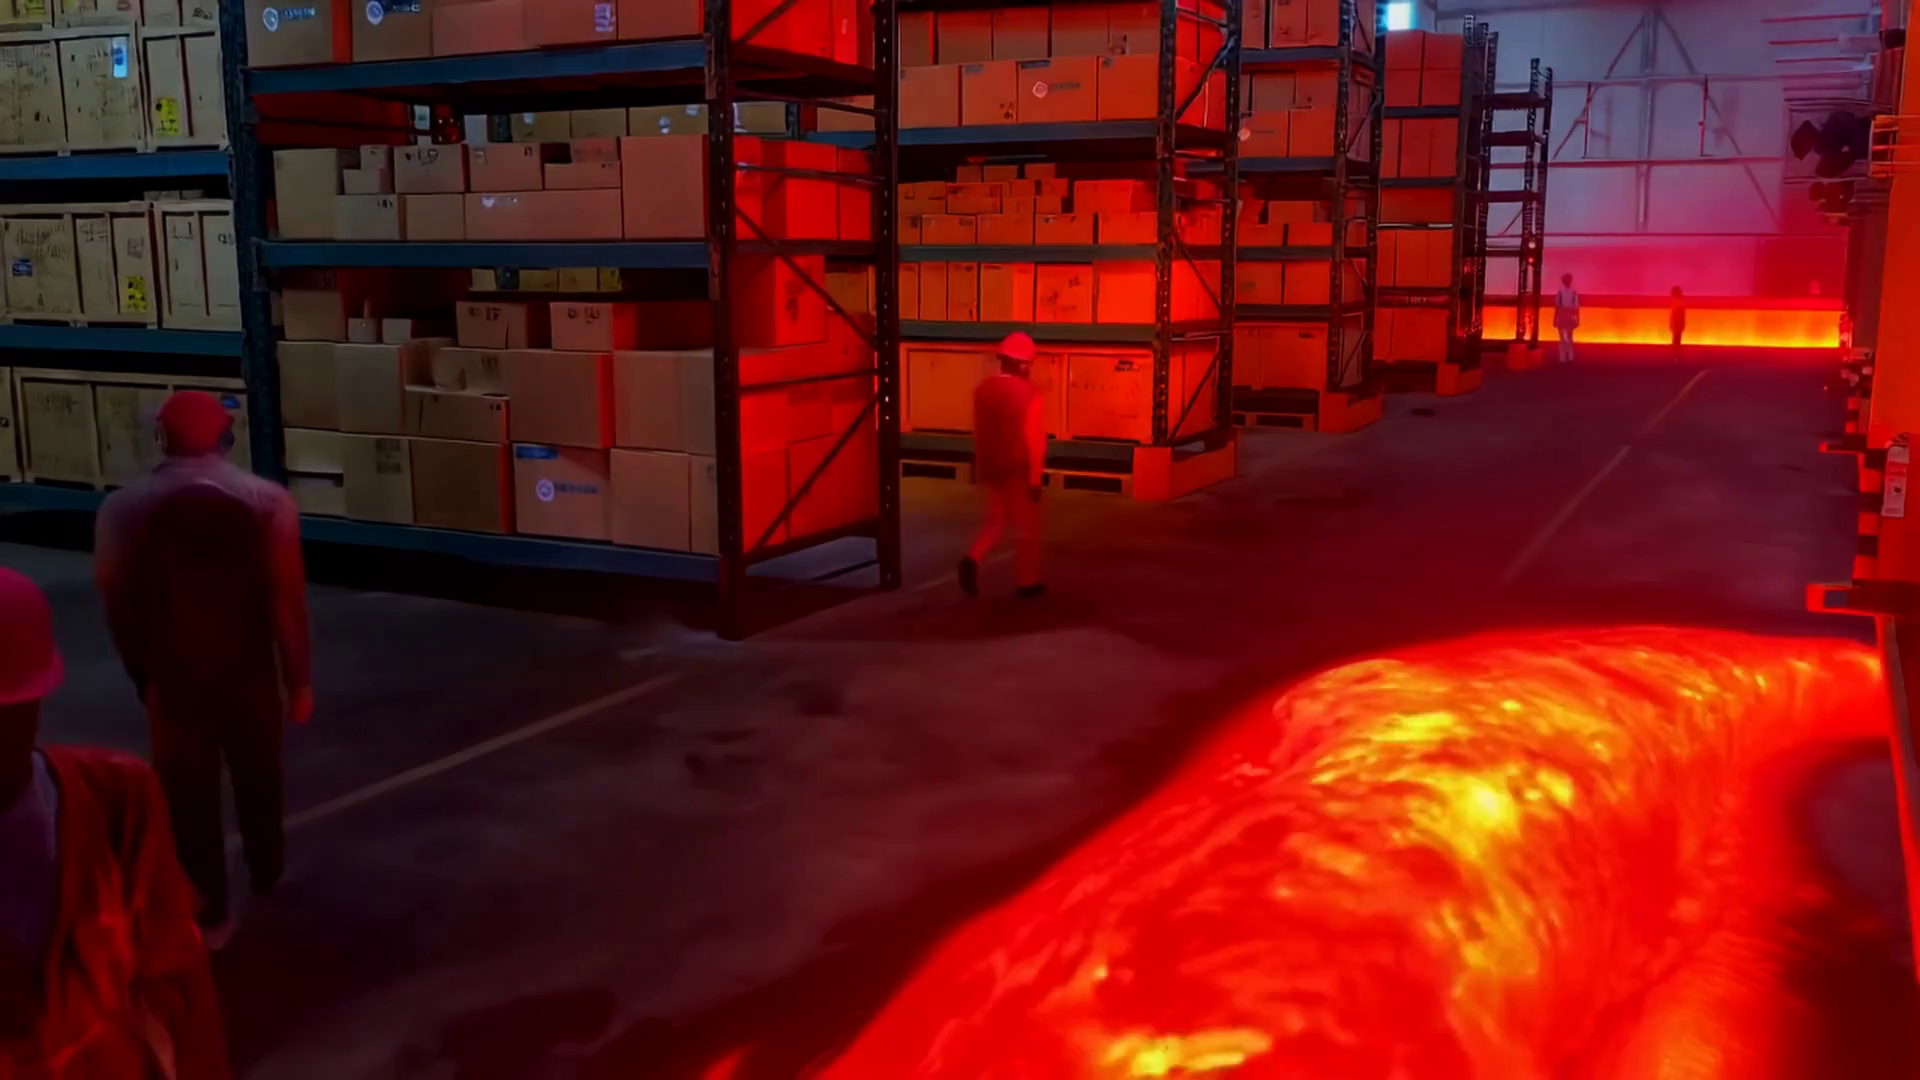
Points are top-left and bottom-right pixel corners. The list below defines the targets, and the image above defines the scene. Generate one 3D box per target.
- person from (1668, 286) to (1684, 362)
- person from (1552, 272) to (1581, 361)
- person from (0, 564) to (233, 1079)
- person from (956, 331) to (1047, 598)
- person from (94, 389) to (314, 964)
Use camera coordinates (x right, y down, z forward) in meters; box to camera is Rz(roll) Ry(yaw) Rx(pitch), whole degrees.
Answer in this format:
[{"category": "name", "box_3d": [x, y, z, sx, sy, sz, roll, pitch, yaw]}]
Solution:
[{"category": "person", "box_3d": [15.413, -4.655, 35.847, 0.351, 1.624, 0.625, 2, 10, 9]}, {"category": "person", "box_3d": [13.039, -4.799, 35.808, 0.539, 1.920, 0.401, 0, 10, 3]}, {"category": "person", "box_3d": [-1.430, 0.948, 2.565, 0.857, 1.906, 0.547, 7, 12, 35]}, {"category": "person", "box_3d": [0.298, -0.479, 11.107, 0.595, 1.819, 0.639, 9, 13, 41]}, {"category": "person", "box_3d": [-2.530, 0.425, 5.676, 0.645, 1.874, 0.819, -3, 10, -18]}]
